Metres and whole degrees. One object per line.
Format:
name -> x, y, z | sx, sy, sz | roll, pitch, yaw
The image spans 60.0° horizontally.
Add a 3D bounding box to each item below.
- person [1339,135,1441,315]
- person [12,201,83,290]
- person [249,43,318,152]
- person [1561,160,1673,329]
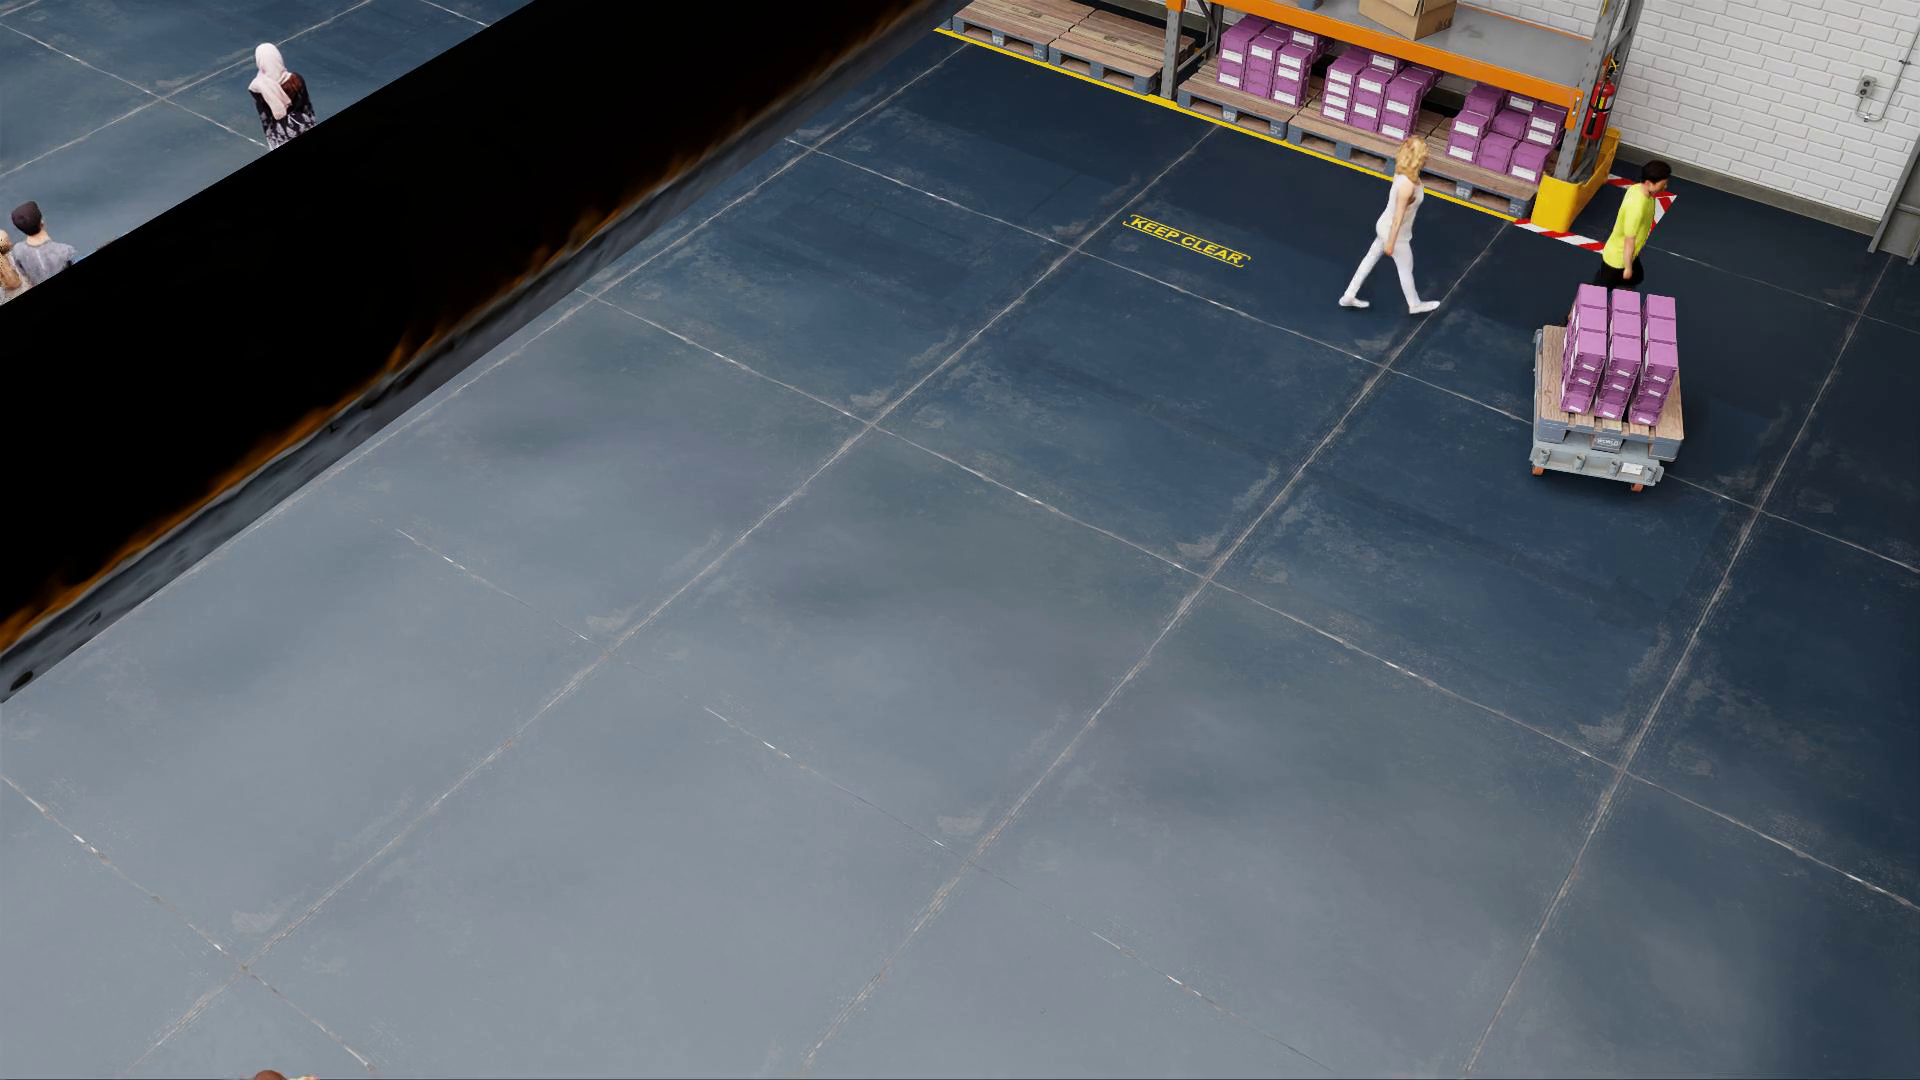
person -> 3.477, -2.548, 13.619 | 1.151, 1.627, 0.952 | 4, 44, 4
person -> -6.738, -1.657, 12.524 | 1.024, 1.848, 1.014 | 1, 44, 1
person -> -5.935, -3.640, 14.758 | 0.717, 1.637, 0.733 | -26, 49, -25
person -> 5.228, -2.323, 13.353 | 1.092, 1.668, 0.783 | 15, 46, 15
